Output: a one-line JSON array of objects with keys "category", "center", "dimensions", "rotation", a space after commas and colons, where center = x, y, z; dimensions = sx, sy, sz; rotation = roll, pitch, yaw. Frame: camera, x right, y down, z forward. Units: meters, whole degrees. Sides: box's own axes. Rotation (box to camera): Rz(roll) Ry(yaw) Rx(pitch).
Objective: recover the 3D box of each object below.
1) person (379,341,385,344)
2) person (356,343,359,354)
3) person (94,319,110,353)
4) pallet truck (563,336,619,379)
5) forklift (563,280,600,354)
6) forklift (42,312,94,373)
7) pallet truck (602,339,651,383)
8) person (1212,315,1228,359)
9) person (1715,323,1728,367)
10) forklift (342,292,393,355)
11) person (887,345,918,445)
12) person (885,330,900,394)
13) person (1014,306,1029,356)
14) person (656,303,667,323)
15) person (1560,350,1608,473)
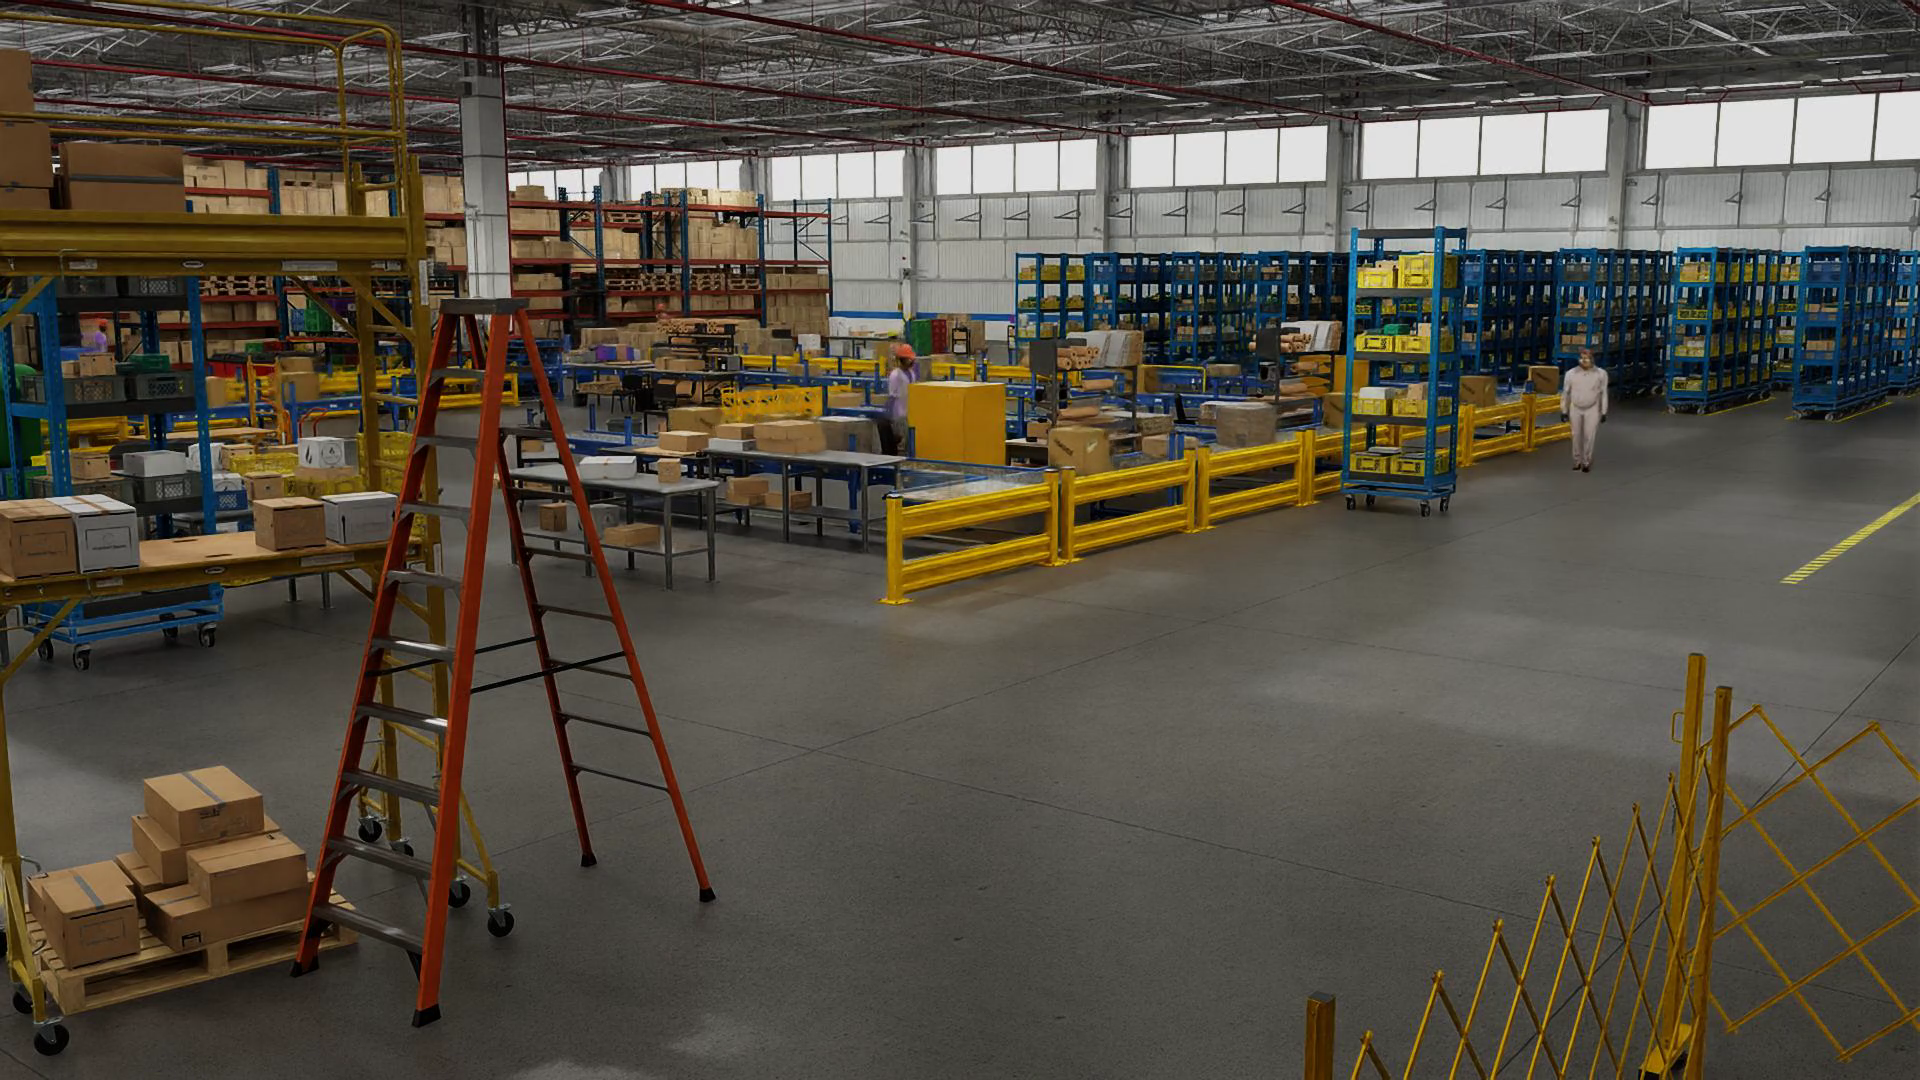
[{"category": "person", "center": [-17.629, -5.886, 50.269], "dimensions": [0.348, 1.756, 0.518], "rotation": [8, 12, 41]}, {"category": "person", "center": [-15.788, -4.818, 43.893], "dimensions": [0.555, 1.649, 0.855], "rotation": [8, 12, 41]}, {"category": "person", "center": [-21.786, -4.695, 42.448], "dimensions": [0.983, 1.878, 0.549], "rotation": [-1, 9, -8]}, {"category": "pallet truck", "center": [-10.690, -5.294, 48.215], "dimensions": [1.601, 1.201, 0.680], "rotation": [-5, 10, -26]}, {"category": "forklift", "center": [-11.845, -6.819, 52.588], "dimensions": [1.129, 2.768, 1.873], "rotation": [-5, 10, -29]}, {"category": "forklift", "center": [-23.779, -5.451, 44.052], "dimensions": [1.873, 2.768, 1.129], "rotation": [7, 11, 36]}, {"category": "pallet truck", "center": [-8.991, -4.871, 45.351], "dimensions": [0.653, 1.274, 1.630], "rotation": [7, 11, 37]}, {"category": "person", "center": [8.164, -6.176, 51.983], "dimensions": [0.923, 1.794, 0.623], "rotation": [7, 11, 37]}, {"category": "person", "center": [19.690, -4.784, 43.103], "dimensions": [0.376, 1.844, 0.572], "rotation": [7, 11, 37]}, {"category": "forklift", "center": [-16.485, -5.622, 45.120], "dimensions": [1.129, 2.768, 1.873], "rotation": [7, 11, 37]}, {"category": "person", "center": [-0.752, -1.855, 24.377], "dimensions": [1.031, 1.985, 0.634], "rotation": [4, 10, 23]}, {"category": "person", "center": [-1.594, -3.991, 38.502], "dimensions": [0.749, 1.738, 0.537], "rotation": [4, 10, 21]}, {"category": "person", "center": [2.118, -7.115, 57.333], "dimensions": [0.605, 1.949, 0.399], "rotation": [-6, 11, -34]}, {"category": "person", "center": [-10.664, -7.503, 59.679], "dimensions": [0.623, 1.975, 0.692], "rotation": [8, 12, 40]}, {"category": "person", "center": [9.520, -1.962, 25.438], "dimensions": [0.671, 1.863, 0.958], "rotation": [5, 10, 30]}]
